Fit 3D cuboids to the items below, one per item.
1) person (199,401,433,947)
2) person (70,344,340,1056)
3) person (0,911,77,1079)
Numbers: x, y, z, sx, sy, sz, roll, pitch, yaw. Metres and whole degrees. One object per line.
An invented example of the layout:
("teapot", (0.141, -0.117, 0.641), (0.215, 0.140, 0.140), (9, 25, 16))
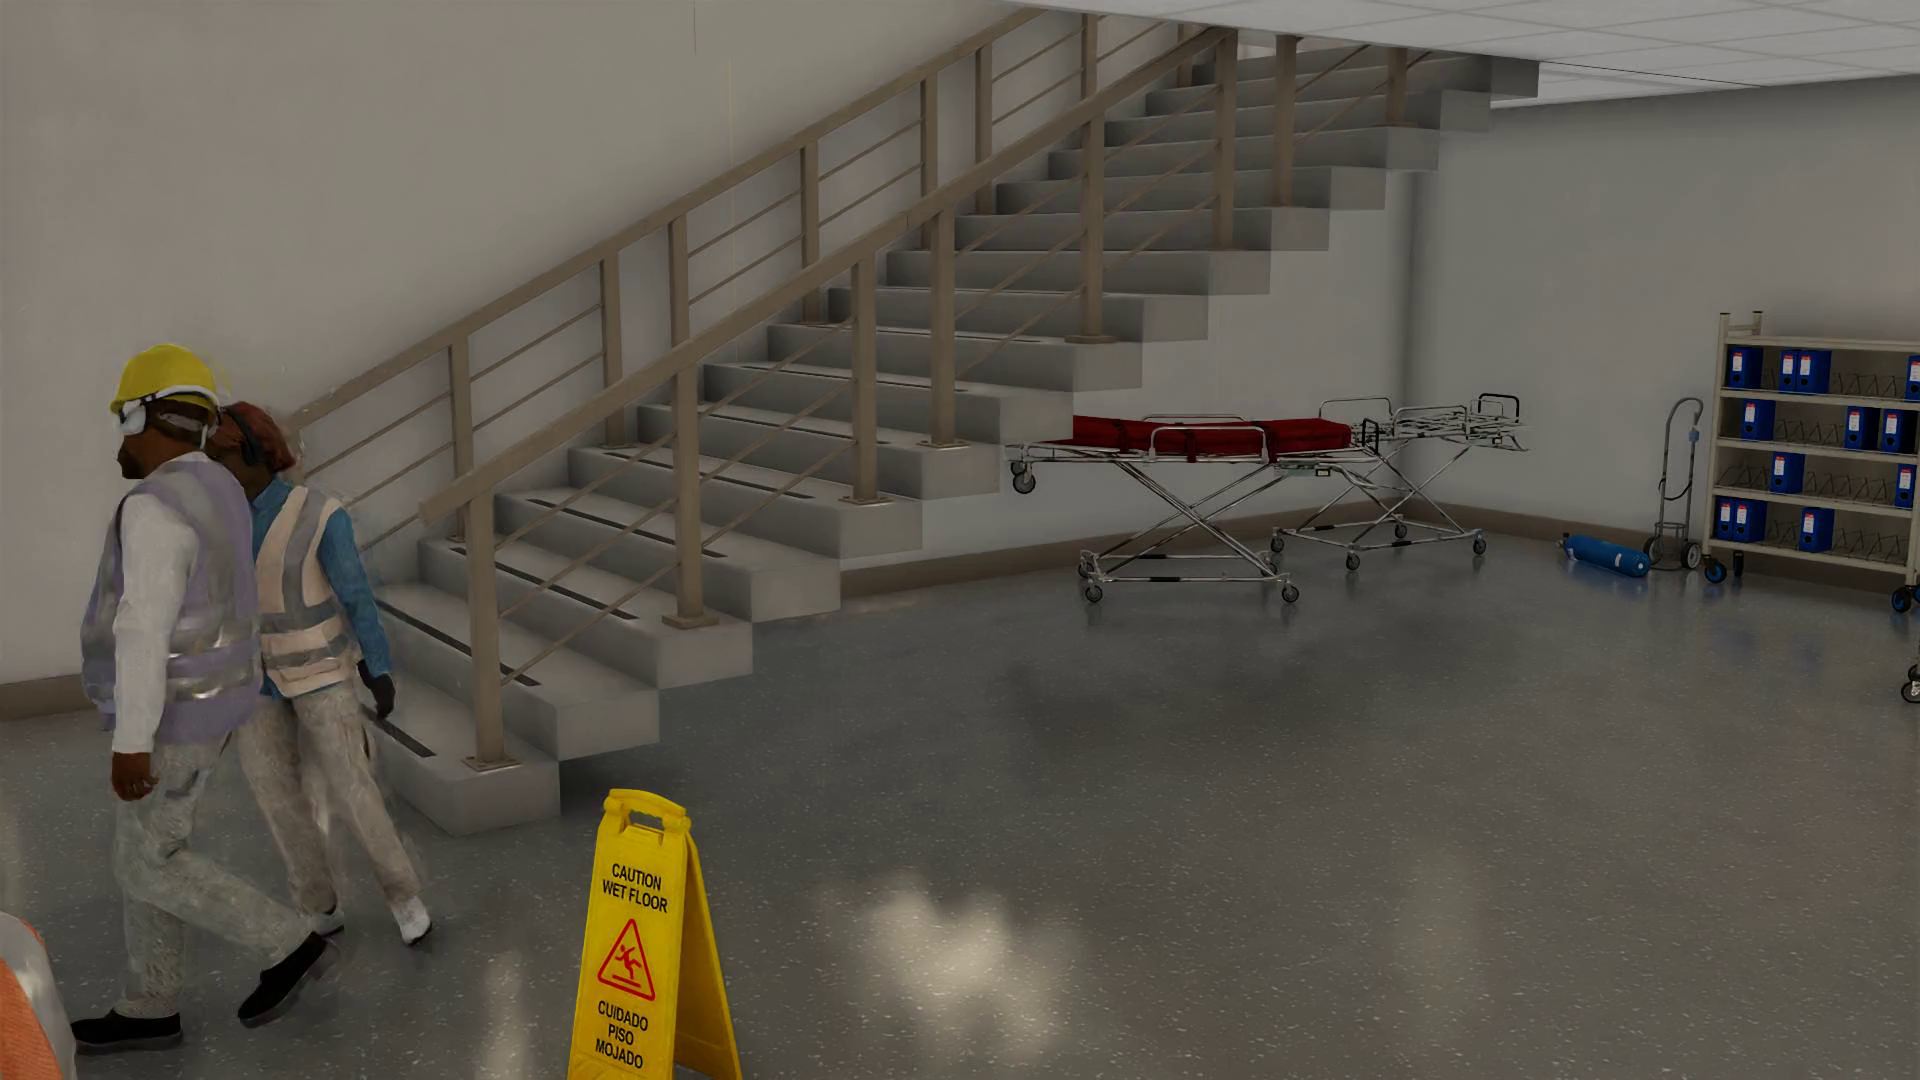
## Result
("person", (-1.885, 0.406, 4.730), (0.596, 1.609, 0.411), (1, 10, 8))
("person", (-1.956, 0.409, 4.170), (0.578, 1.800, 0.604), (-3, 10, -14))
("person", (-0.965, 0.921, 1.528), (0.321, 1.697, 0.530), (1, 10, 5))
